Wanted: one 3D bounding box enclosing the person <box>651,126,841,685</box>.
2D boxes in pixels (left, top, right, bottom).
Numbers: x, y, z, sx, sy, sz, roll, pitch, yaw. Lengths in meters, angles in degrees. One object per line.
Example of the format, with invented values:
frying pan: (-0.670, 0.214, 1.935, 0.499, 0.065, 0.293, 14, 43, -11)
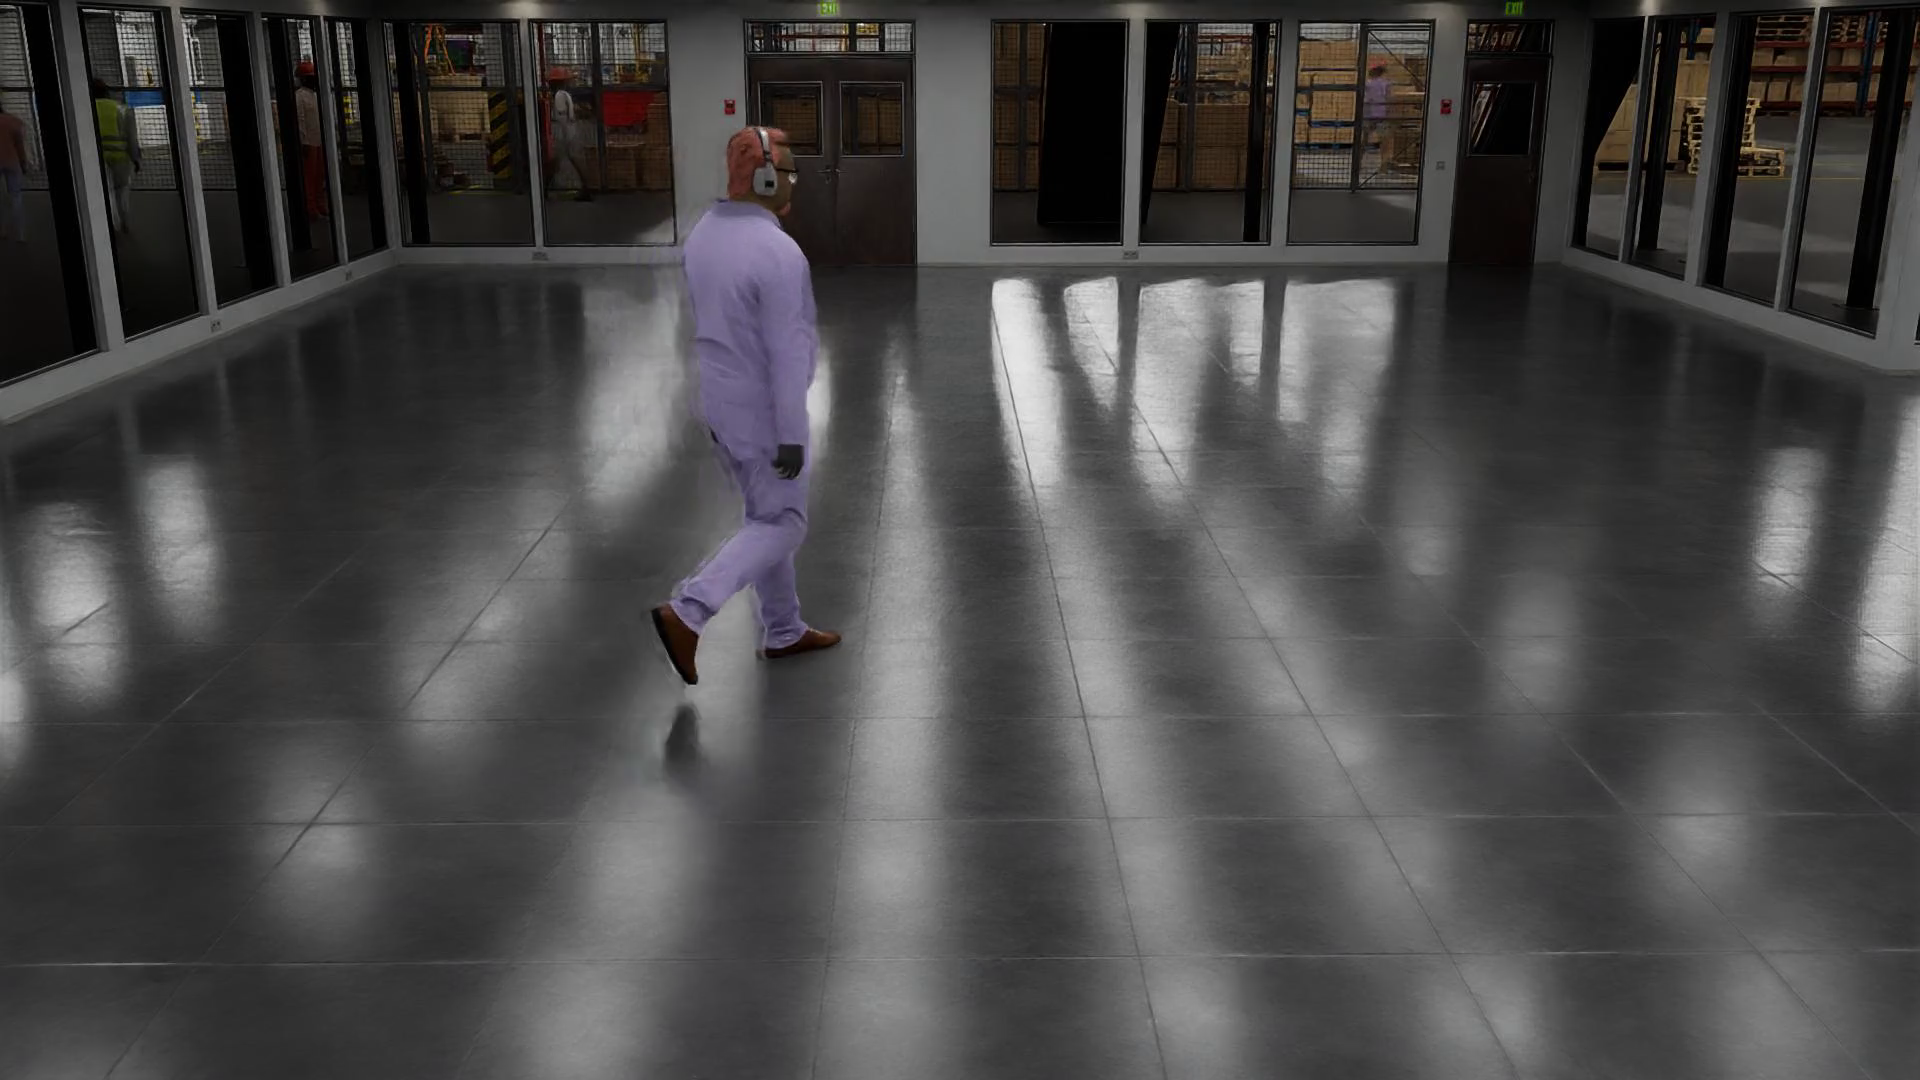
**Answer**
person: (-0.741, -0.429, 5.621, 0.739, 1.885, 0.647, -11, 20, -33)
